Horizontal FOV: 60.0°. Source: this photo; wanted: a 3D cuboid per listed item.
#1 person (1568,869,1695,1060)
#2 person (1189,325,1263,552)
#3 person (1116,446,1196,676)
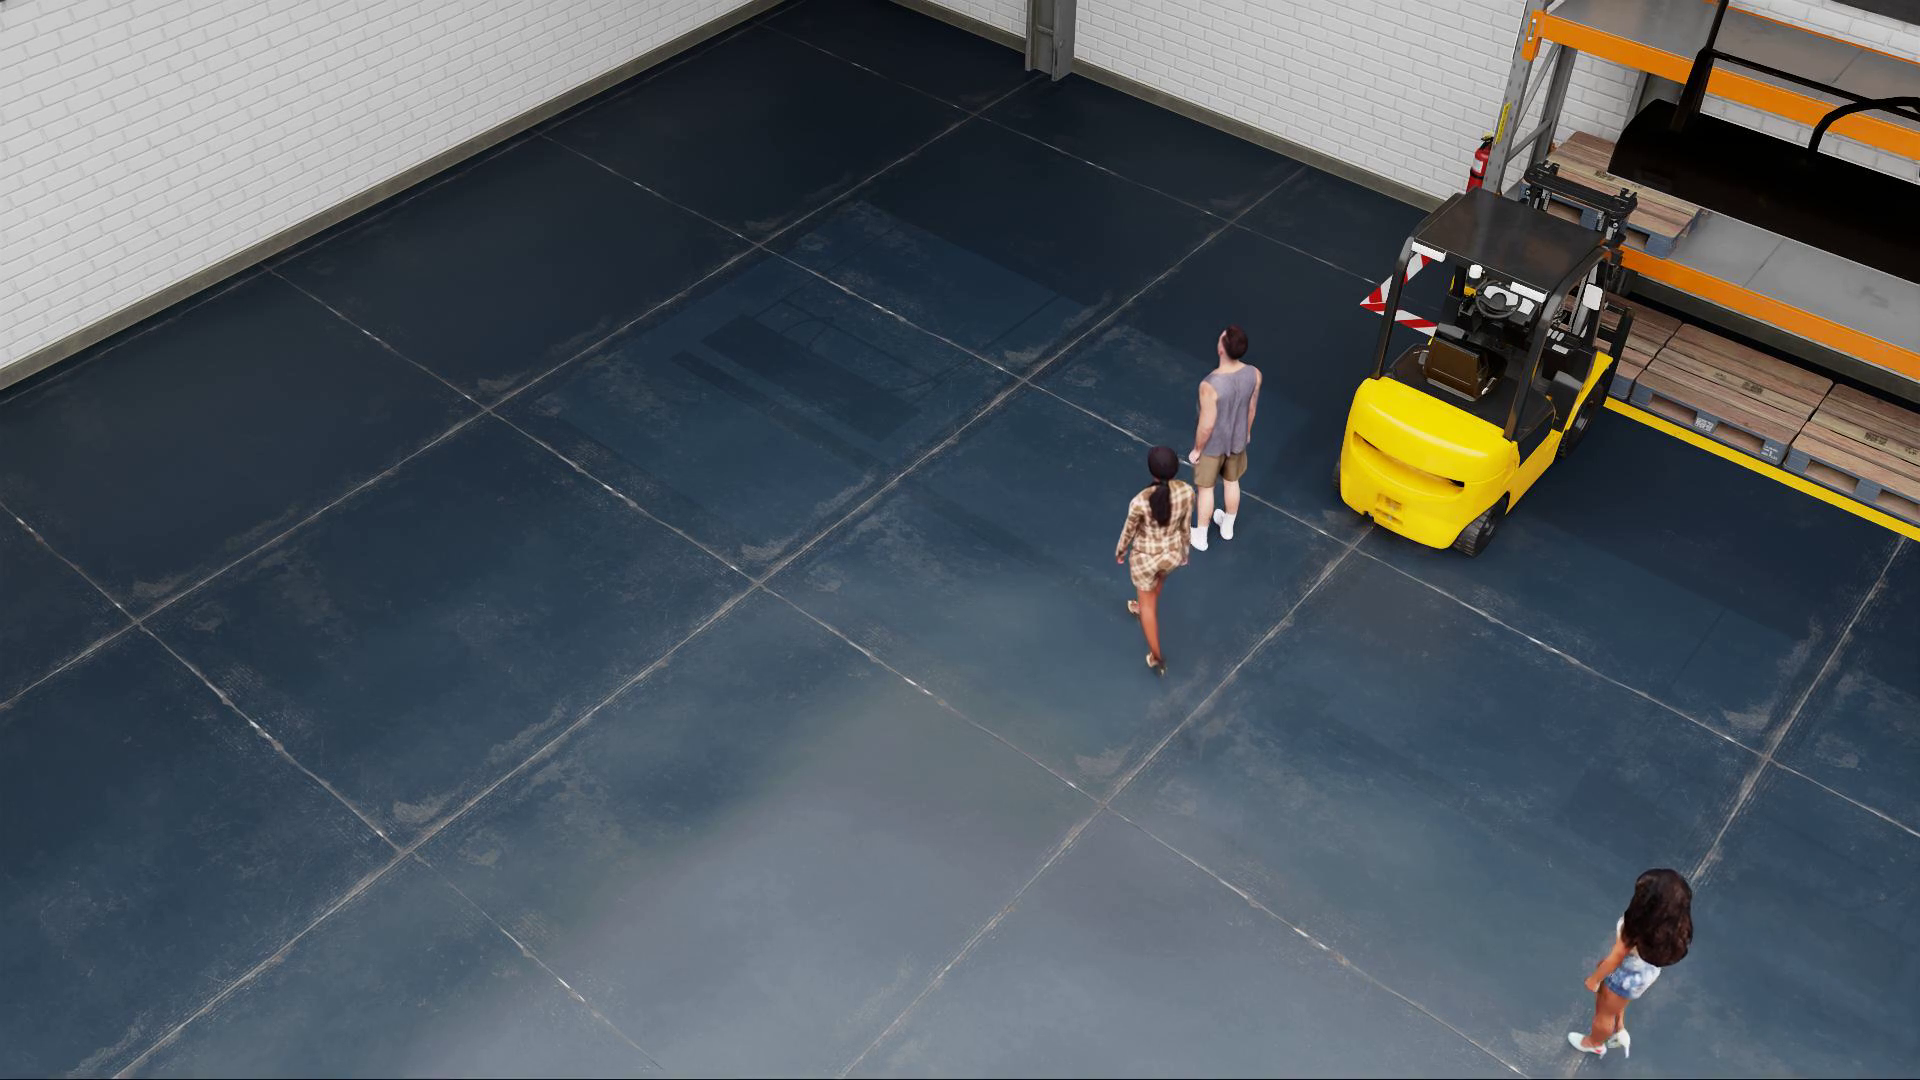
[{"bbox_3d":[3.462,2.233,8.463,0.609,1.616,0.636,-31,52,-28],"label":"person"},{"bbox_3d":[1.790,-0.690,11.340,0.712,1.847,0.713,-19,47,-19],"label":"person"},{"bbox_3d":[1.254,0.172,10.523,0.896,1.759,1.032,-11,45,-12],"label":"person"}]
